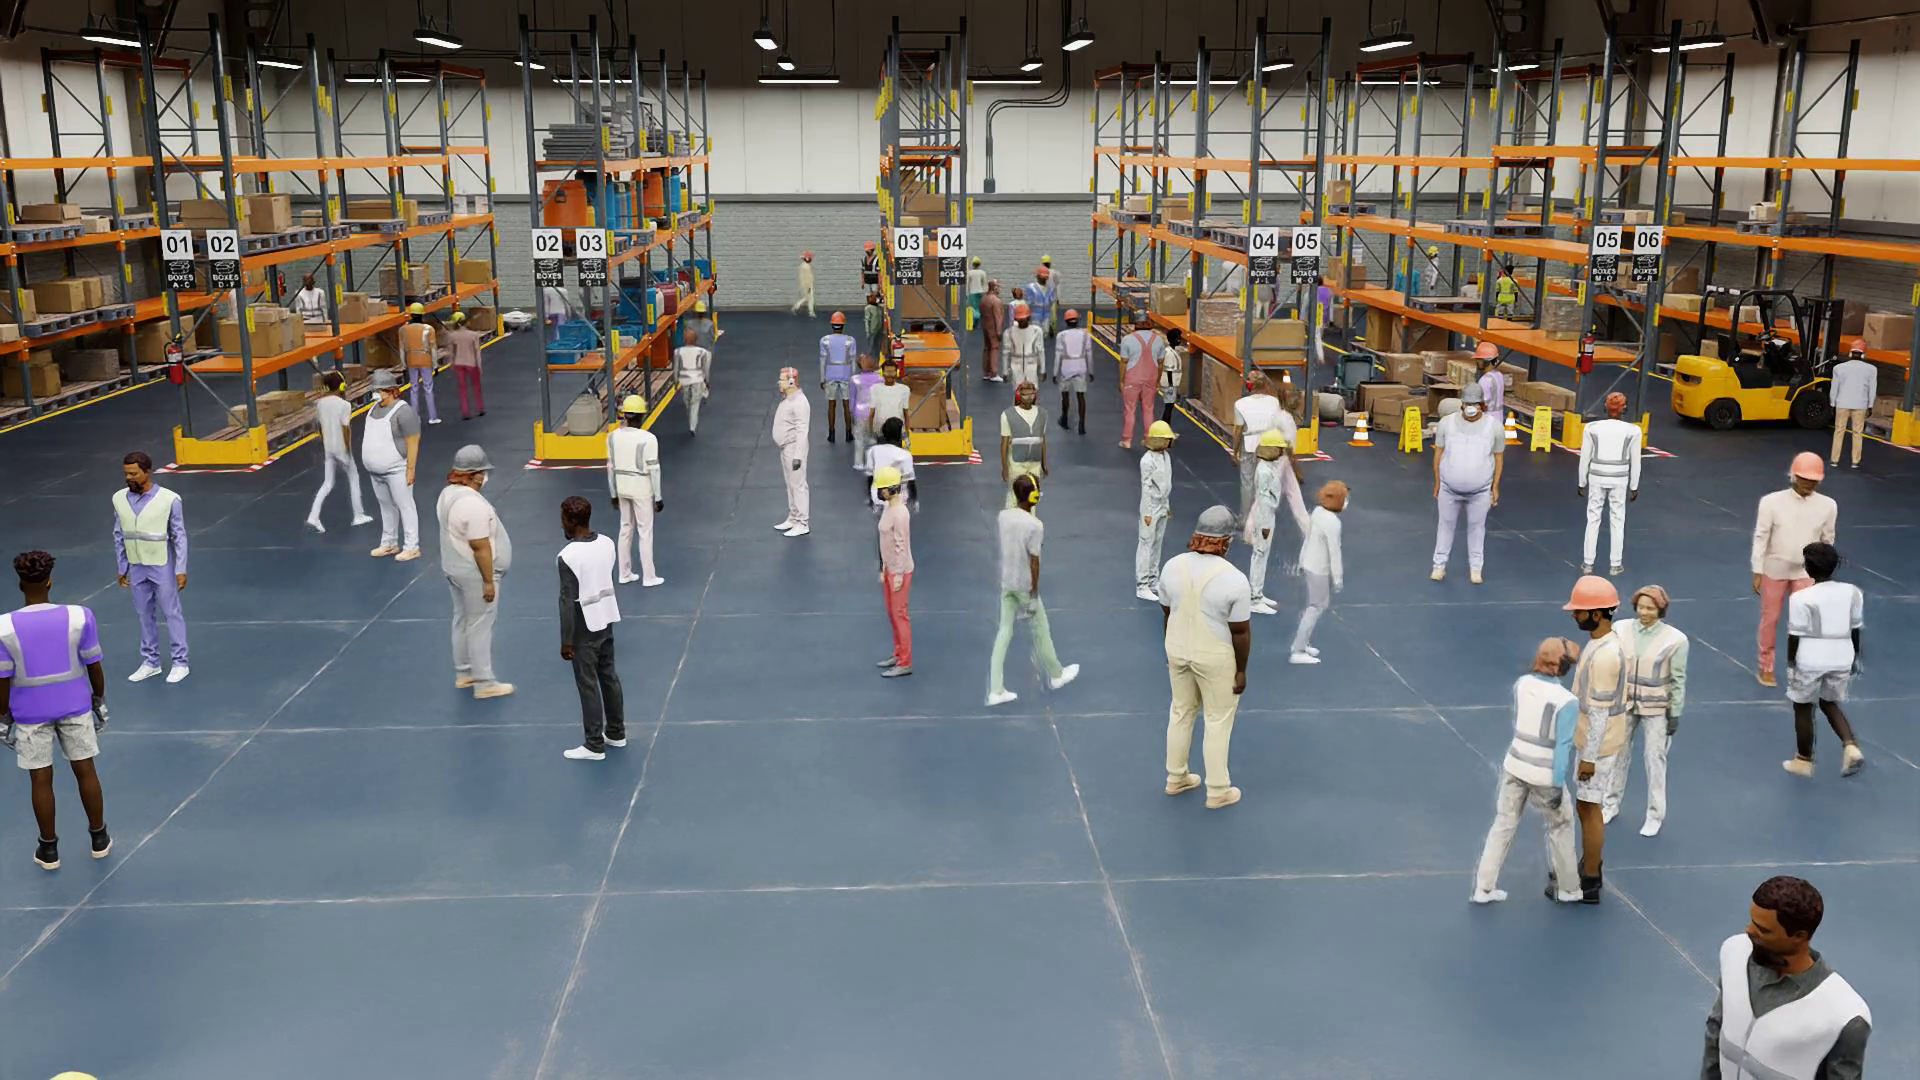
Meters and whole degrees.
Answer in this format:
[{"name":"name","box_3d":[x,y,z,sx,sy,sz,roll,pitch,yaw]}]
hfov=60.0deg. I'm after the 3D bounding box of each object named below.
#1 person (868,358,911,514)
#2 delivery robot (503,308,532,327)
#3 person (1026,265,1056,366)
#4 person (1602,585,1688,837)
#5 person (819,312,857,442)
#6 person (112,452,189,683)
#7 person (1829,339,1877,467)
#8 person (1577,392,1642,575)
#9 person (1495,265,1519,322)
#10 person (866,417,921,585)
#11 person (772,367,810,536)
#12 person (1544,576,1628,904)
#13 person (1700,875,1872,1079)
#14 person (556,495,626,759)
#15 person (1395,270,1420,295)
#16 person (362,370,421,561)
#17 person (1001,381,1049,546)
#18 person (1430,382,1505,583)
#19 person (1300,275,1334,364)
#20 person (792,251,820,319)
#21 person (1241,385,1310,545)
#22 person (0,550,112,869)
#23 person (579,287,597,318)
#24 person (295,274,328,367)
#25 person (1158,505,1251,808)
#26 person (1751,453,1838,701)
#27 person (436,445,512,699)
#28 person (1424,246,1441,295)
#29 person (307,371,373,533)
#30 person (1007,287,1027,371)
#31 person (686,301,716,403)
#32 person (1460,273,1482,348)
[{"name":"person","box_3d":[-0.844,-1.244,19.896,0.513,1.875,0.328,-2,13,-7]},{"name":"delivery robot","box_3d":[-10.554,-5.264,39.549,0.707,0.478,0.477,4,14,18]},{"name":"person","box_3d":[1.617,-4.483,33.311,0.604,2.020,0.491,-5,14,-20]},{"name":"person","box_3d":[4.345,1.074,10.607,0.316,1.630,0.518,-13,18,-43]},{"name":"person","box_3d":[-1.810,-2.428,24.775,0.552,1.935,0.365,-1,13,-4]},{"name":"person","box_3d":[-6.610,0.215,13.617,0.598,1.917,0.375,2,13,8]},{"name":"person","box_3d":[12.232,-1.871,22.808,0.563,1.752,0.327,7,15,27]},{"name":"person","box_3d":[6.649,-0.579,17.057,0.586,1.882,0.341,6,14,23]},{"name":"person","box_3d":[12.502,-5.437,38.037,0.536,1.697,0.318,10,17,37]},{"name":"person","box_3d":[-0.626,-0.417,16.802,0.554,1.674,0.702,9,16,35]},{"name":"person","box_3d":[-1.912,-1.002,18.799,0.406,1.911,0.636,-5,14,-19]},{"name":"person","box_3d":[3.644,1.151,9.654,0.391,1.923,0.554,4,14,18]},{"name":"person","box_3d":[2.838,2.059,5.818,0.397,1.915,0.587,-5,14,-21]},{"name":"person","box_3d":[-2.647,0.624,11.919,0.398,1.910,0.587,5,14,20]},{"name":"person","box_3d":[10.776,-5.951,40.092,0.573,1.749,0.342,2,13,9]},{"name":"person","box_3d":[-6.064,-0.794,17.632,0.689,2.000,0.538,9,16,32]},{"name":"person","box_3d":[0.697,-0.834,18.217,0.570,1.843,0.373,-7,15,-28]},{"name":"person","box_3d":[5.086,-0.576,16.709,0.673,2.000,0.536,5,14,20]},{"name":"person","box_3d":[7.251,-4.478,33.809,0.633,1.783,1.029,-3,14,-13]},{"name":"person","box_3d":[-3.947,-6.520,42.528,0.617,1.735,0.575,-5,14,-22]},{"name":"person","box_3d":[3.570,-0.786,18.149,1.002,1.774,0.543,5,14,20]},{"name":"person","box_3d":[-5.517,1.021,10.103,0.613,1.963,0.361,-9,16,-35]},{"name":"person","box_3d":[-8.937,-5.890,39.899,0.365,1.716,0.529,-10,17,-37]},{"name":"person","box_3d":[-13.009,-4.419,33.374,0.585,1.860,0.770,-7,15,-29]},{"name":"person","box_3d":[1.672,0.750,11.089,0.683,2.000,0.535,11,17,40]},{"name":"person","box_3d":[6.637,0.279,13.252,0.633,1.955,0.810,3,14,13]},{"name":"person","box_3d":[-3.849,0.231,13.288,0.535,2.000,0.686,-11,17,-38]},{"name":"person","box_3d":[12.174,-6.649,42.881,0.404,1.833,0.592,3,14,14]},{"name":"person","box_3d":[-7.186,-1.006,19.024,0.527,1.824,0.929,4,14,18]},{"name":"person","box_3d":[1.128,-4.147,32.696,0.306,1.640,0.521,10,17,38]},{"name":"person","box_3d":[-4.464,-3.265,28.716,0.523,1.747,0.667,-1,13,-4]},{"name":"person","box_3d":[11.200,-5.023,36.434,0.500,1.629,0.269,5,14,22]}]
